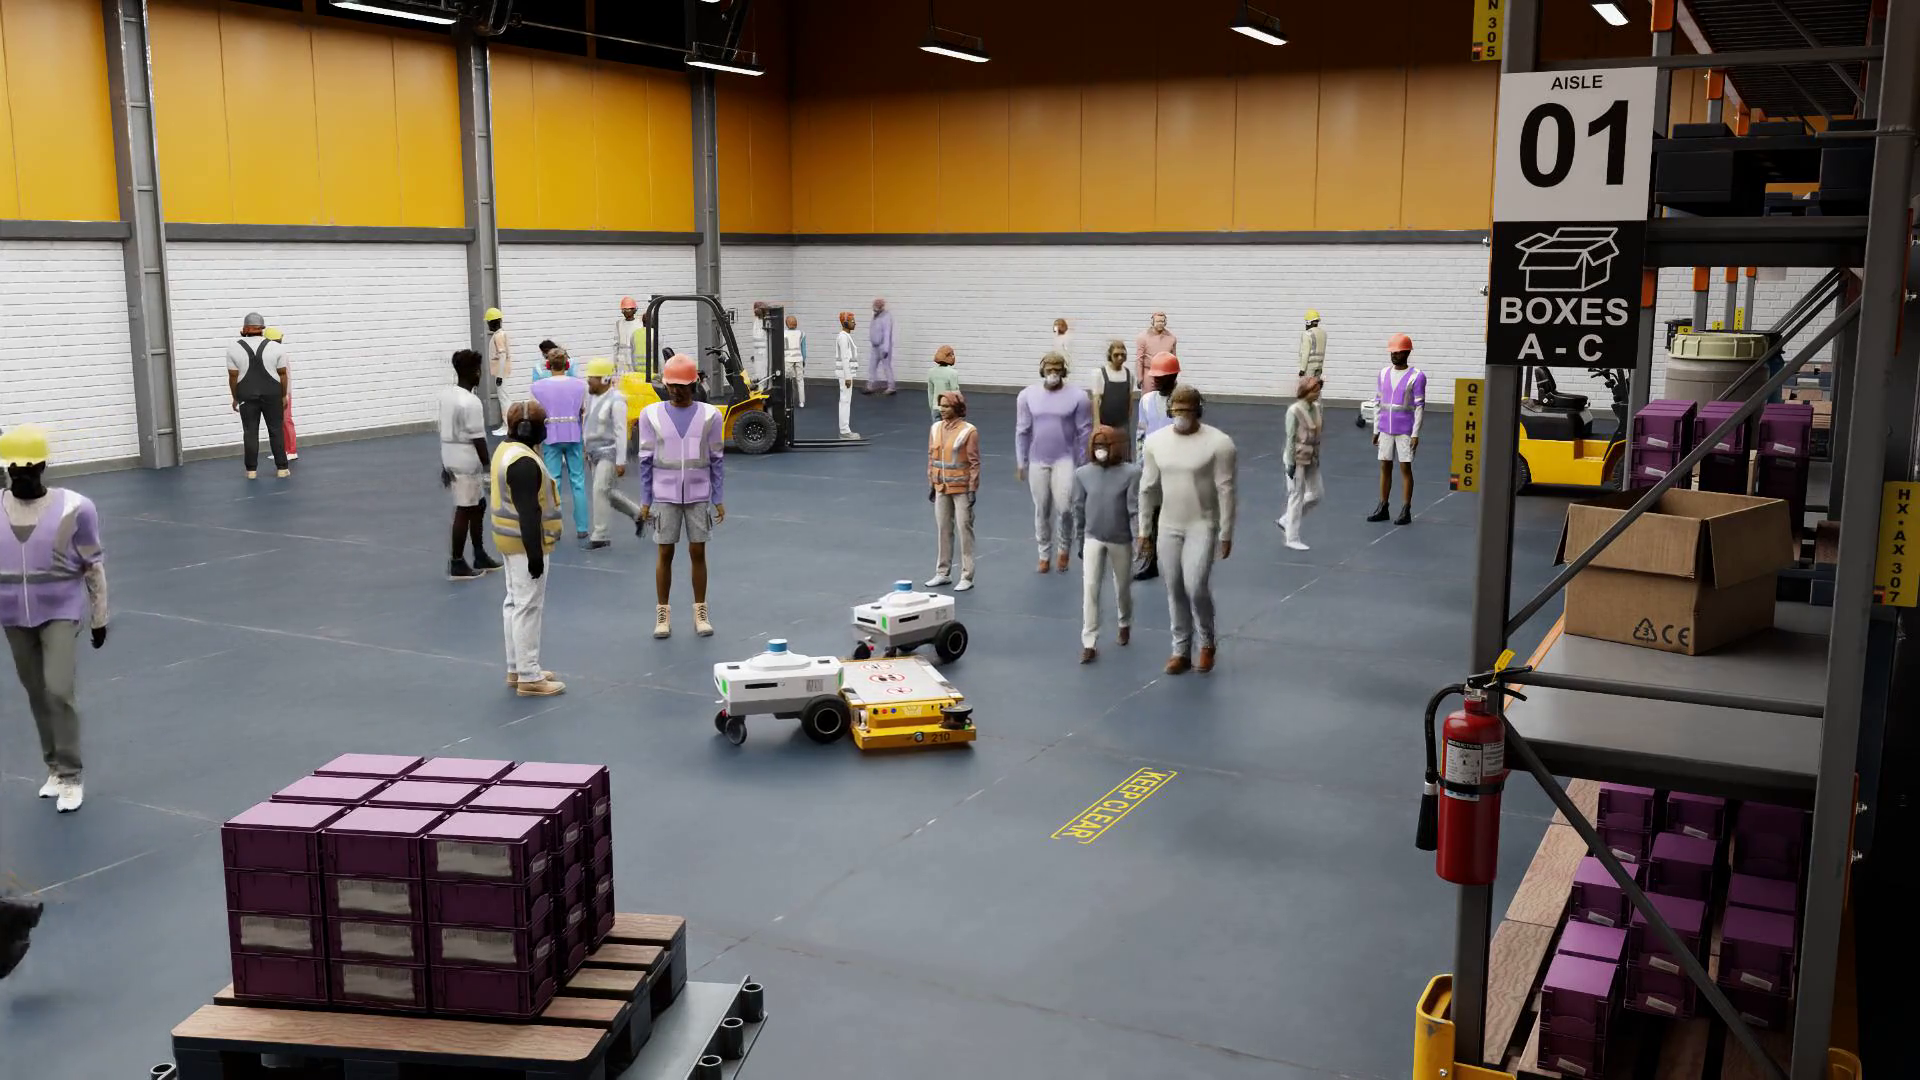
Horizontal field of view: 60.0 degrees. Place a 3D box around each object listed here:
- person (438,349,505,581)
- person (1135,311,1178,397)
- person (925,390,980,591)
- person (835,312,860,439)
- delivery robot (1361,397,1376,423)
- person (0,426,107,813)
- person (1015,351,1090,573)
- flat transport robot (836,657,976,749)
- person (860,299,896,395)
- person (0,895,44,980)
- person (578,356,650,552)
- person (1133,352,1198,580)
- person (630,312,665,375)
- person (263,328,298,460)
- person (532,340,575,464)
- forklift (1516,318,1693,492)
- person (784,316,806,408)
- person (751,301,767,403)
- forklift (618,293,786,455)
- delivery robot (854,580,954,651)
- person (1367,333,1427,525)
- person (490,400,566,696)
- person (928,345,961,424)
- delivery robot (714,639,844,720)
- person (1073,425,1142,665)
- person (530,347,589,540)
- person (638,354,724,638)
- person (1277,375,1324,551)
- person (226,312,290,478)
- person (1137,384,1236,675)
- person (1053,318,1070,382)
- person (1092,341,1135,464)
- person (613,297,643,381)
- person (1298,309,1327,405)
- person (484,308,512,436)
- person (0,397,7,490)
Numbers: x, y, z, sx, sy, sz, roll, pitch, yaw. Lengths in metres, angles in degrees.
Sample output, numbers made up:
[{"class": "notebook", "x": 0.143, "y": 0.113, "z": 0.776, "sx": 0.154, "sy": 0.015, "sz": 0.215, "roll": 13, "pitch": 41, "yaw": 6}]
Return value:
[{"class": "person", "x": -4.097, "y": -0.642, "z": 14.052, "sx": 0.609, "sy": 1.953, "sz": 0.675, "roll": -8, "pitch": 12, "yaw": -37}, {"class": "person", "x": 2.875, "y": -2.374, "z": 24.217, "sx": 0.652, "sy": 1.904, "sz": 0.402, "roll": -3, "pitch": 10, "yaw": -16}, {"class": "person", "x": -0.052, "y": -0.404, "z": 13.569, "sx": 0.515, "sy": 1.640, "sz": 0.315, "roll": 9, "pitch": 13, "yaw": 41}, {"class": "person", "x": -1.661, "y": -2.420, "z": 24.544, "sx": 0.355, "sy": 1.883, "sz": 0.575, "roll": -1, "pitch": 10, "yaw": -5}, {"class": "delivery robot", "x": 6.618, "y": -2.079, "z": 26.139, "sx": 0.477, "sy": 0.478, "sz": 0.707, "roll": 10, "pitch": 14, "yaw": 44}, {"class": "person", "x": -4.579, "y": 0.393, "z": 8.209, "sx": 0.595, "sy": 1.900, "sz": 0.747, "roll": -1, "pitch": 10, "yaw": -7}, {"class": "person", "x": 0.788, "y": -0.650, "z": 14.198, "sx": 0.625, "sy": 1.922, "sz": 0.525, "roll": 2, "pitch": 10, "yaw": 13}, {"class": "flat transport robot", "x": -0.404, "y": 0.926, "z": 9.830, "sx": 0.652, "sy": 0.197, "sz": 1.431, "roll": -3, "pitch": 10, "yaw": -15}, {"class": "person", "x": -1.565, "y": -3.692, "z": 31.983, "sx": 0.885, "sy": 1.857, "sz": 0.669, "roll": -7, "pitch": 12, "yaw": -36}, {"class": "person", "x": -3.806, "y": 0.791, "z": 5.903, "sx": 0.753, "sy": 1.914, "sz": 0.560, "roll": -4, "pitch": 11, "yaw": -21}, {"class": "person", "x": -3.236, "y": -0.810, "z": 15.462, "sx": 0.736, "sy": 1.809, "sz": 0.596, "roll": -8, "pitch": 12, "yaw": -37}, {"class": "person", "x": 1.703, "y": -0.600, "z": 13.852, "sx": 0.550, "sy": 1.933, "sz": 0.375, "roll": 6, "pitch": 12, "yaw": 32}, {"class": "person", "x": -4.800, "y": -2.615, "z": 25.794, "sx": 0.634, "sy": 1.839, "sz": 0.429, "roll": 5, "pitch": 11, "yaw": 29}, {"class": "person", "x": -9.034, "y": -1.927, "z": 22.029, "sx": 0.322, "sy": 1.765, "sz": 0.533, "roll": -9, "pitch": 14, "yaw": -44}, {"class": "person", "x": -5.220, "y": -1.756, "z": 21.408, "sx": 0.541, "sy": 1.624, "sz": 0.906, "roll": 0, "pitch": 10, "yaw": -1}, {"class": "forklift", "x": 7.066, "y": -1.601, "z": 18.899, "sx": 2.313, "sy": 2.155, "sz": 1.214, "roll": 5, "pitch": 11, "yaw": 27}, {"class": "person", "x": -2.965, "y": -3.145, "z": 29.440, "sx": 0.514, "sy": 1.642, "sz": 0.314, "roll": -4, "pitch": 11, "yaw": -24}, {"class": "person", "x": -3.605, "y": -3.421, "z": 30.379, "sx": 0.461, "sy": 1.866, "sz": 0.596, "roll": -9, "pitch": 13, "yaw": -42}, {"class": "forklift", "x": -3.588, "y": -2.317, "z": 23.042, "sx": 2.313, "sy": 2.155, "sz": 1.214, "roll": -1, "pitch": 10, "yaw": -5}, {"class": "delivery robot", "x": -0.370, "y": 0.514, "z": 11.126, "sx": 0.477, "sy": 0.478, "sz": 0.707, "roll": 9, "pitch": 14, "yaw": 43}, {"class": "person", "x": 4.434, "y": -1.125, "z": 16.886, "sx": 0.544, "sy": 1.939, "sz": 0.354, "roll": 9, "pitch": 13, "yaw": 42}, {"class": "person", "x": -2.696, "y": 0.045, "z": 10.396, "sx": 0.429, "sy": 1.839, "sz": 0.634, "roll": -5, "pitch": 11, "yaw": -24}, {"class": "person", "x": -0.181, "y": -1.556, "z": 20.259, "sx": 0.497, "sy": 1.633, "sz": 0.283, "roll": 9, "pitch": 13, "yaw": 43}, {"class": "delivery robot", "x": -1.029, "y": 0.806, "z": 9.433, "sx": 0.707, "sy": 0.478, "sz": 0.477, "roll": -3, "pitch": 10, "yaw": -15}, {"class": "person", "x": 1.024, "y": -0.003, "z": 11.379, "sx": 0.519, "sy": 1.596, "sz": 0.823, "roll": 3, "pitch": 10, "yaw": 16}, {"class": "person", "x": -3.810, "y": -0.913, "z": 15.920, "sx": 0.563, "sy": 1.847, "sz": 0.389, "roll": -4, "pitch": 11, "yaw": -21}, {"class": "person", "x": -1.980, "y": -0.308, "z": 11.883, "sx": 0.605, "sy": 2.034, "sz": 0.392, "roll": -2, "pitch": 10, "yaw": -13}, {"class": "person", "x": 3.159, "y": -0.718, "z": 15.428, "sx": 0.399, "sy": 1.622, "sz": 0.541, "roll": 10, "pitch": 14, "yaw": 44}, {"class": "person", "x": -8.578, "y": -1.778, "z": 20.367, "sx": 0.672, "sy": 2.000, "sz": 0.536, "roll": -4, "pitch": 10, "yaw": -20}, {"class": "person", "x": 1.459, "y": -0.057, "z": 10.763, "sx": 0.649, "sy": 1.914, "sz": 0.449, "roll": 6, "pitch": 12, "yaw": 33}, {"class": "person", "x": 1.729, "y": -3.031, "z": 28.807, "sx": 0.352, "sy": 1.619, "sz": 0.524, "roll": -5, "pitch": 11, "yaw": -27}, {"class": "person", "x": 1.673, "y": -1.227, "z": 17.867, "sx": 0.509, "sy": 1.794, "sz": 0.962, "roll": -2, "pitch": 10, "yaw": -14}, {"class": "person", "x": -5.299, "y": -2.880, "z": 26.739, "sx": 0.608, "sy": 2.044, "sz": 0.371, "roll": 2, "pitch": 10, "yaw": 12}, {"class": "person", "x": 5.696, "y": -2.823, "z": 27.017, "sx": 0.404, "sy": 1.831, "sz": 0.601, "roll": 10, "pitch": 14, "yaw": 44}, {"class": "person", "x": -6.945, "y": -2.530, "z": 25.057, "sx": 0.382, "sy": 1.923, "sz": 0.591, "roll": -2, "pitch": 10, "yaw": -13}, {"class": "person", "x": -8.436, "y": -0.658, "z": 14.257, "sx": 0.552, "sy": 1.909, "sz": 0.596, "roll": 1, "pitch": 10, "yaw": 3}]
